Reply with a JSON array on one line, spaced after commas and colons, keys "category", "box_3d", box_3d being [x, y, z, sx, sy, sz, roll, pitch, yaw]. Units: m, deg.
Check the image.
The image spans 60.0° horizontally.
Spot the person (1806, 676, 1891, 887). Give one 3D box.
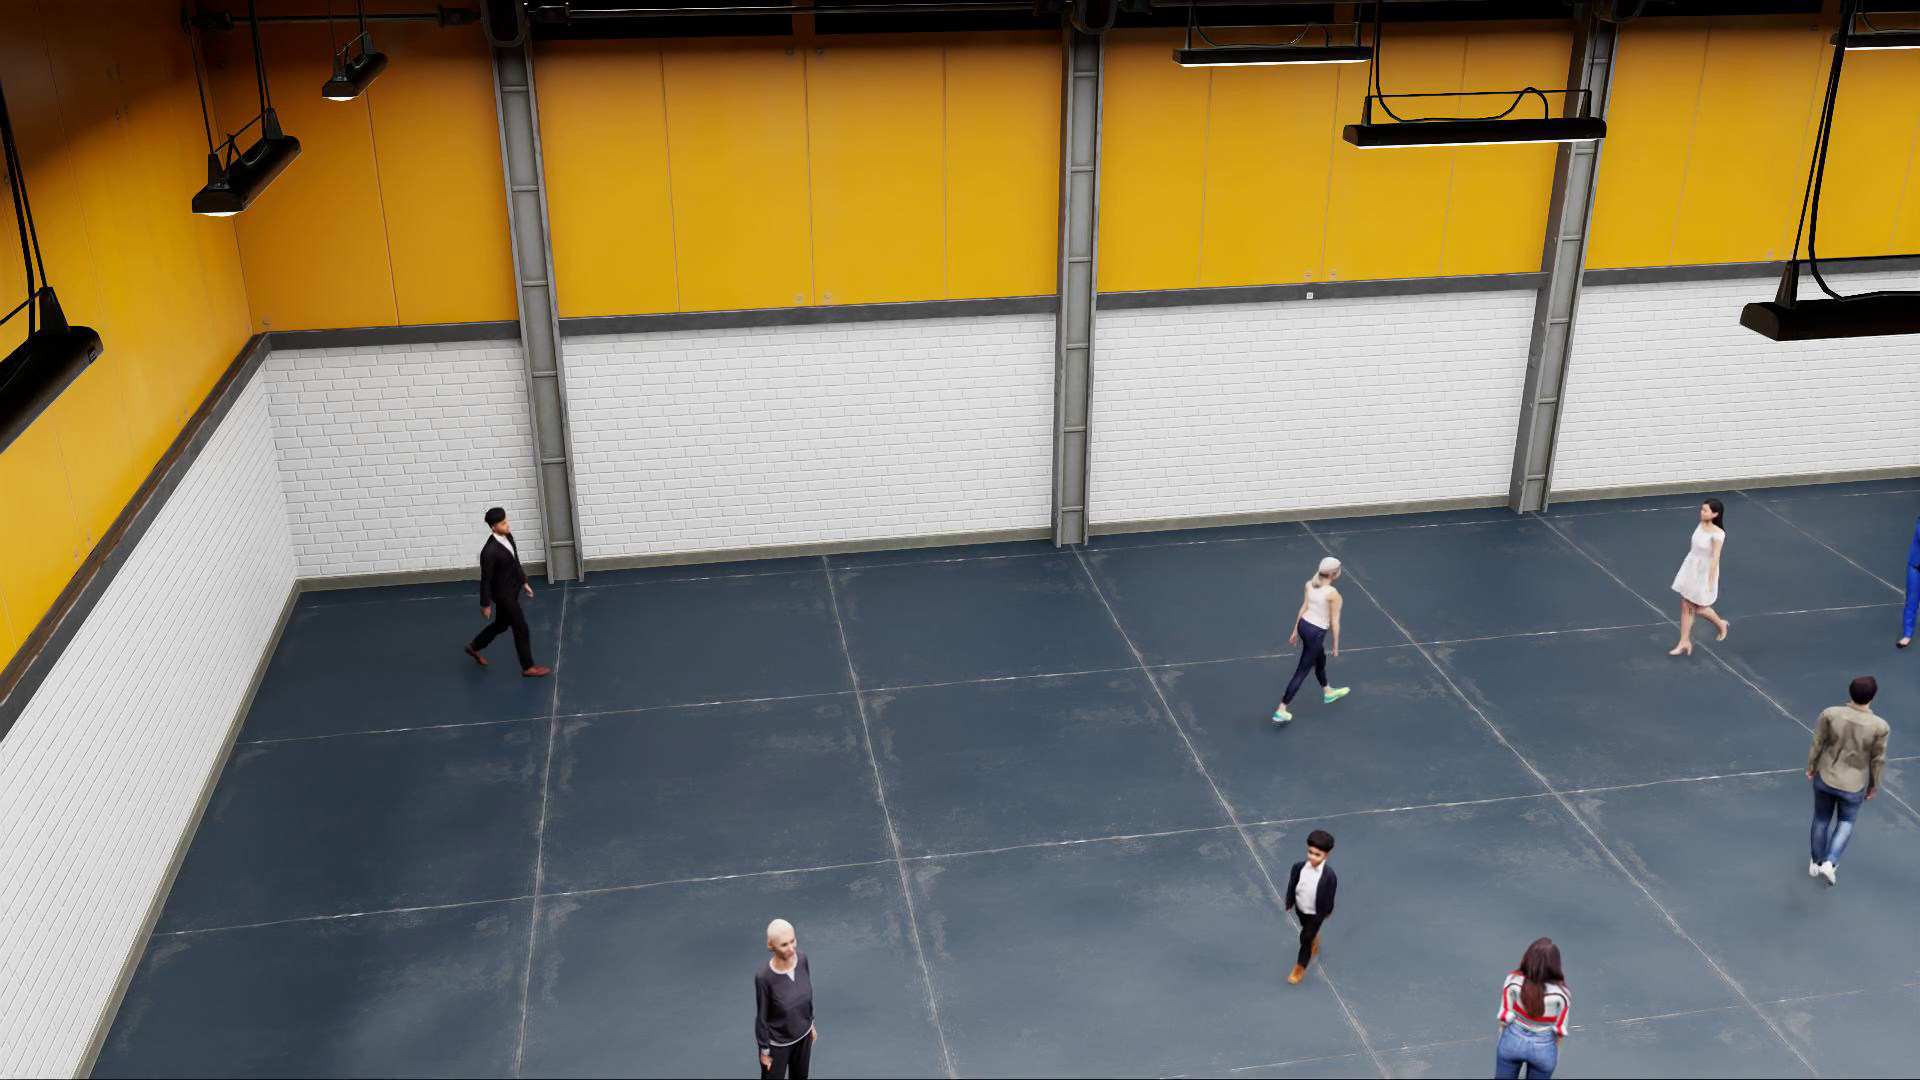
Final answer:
[{"category": "person", "box_3d": [7.104, 1.981, 13.459, 0.953, 1.854, 1.009, 15, 28, 30]}]

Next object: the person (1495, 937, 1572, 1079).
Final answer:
[{"category": "person", "box_3d": [3.687, 3.283, 10.785, 0.644, 1.610, 0.732, 11, 26, 25]}]

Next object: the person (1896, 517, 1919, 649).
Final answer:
[{"category": "person", "box_3d": [10.221, 0.307, 17.500, 1.044, 1.684, 0.889, -17, 29, -34]}]

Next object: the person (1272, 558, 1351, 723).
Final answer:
[{"category": "person", "box_3d": [3.316, 0.990, 15.979, 1.275, 1.651, 0.891, -15, 28, -30]}]

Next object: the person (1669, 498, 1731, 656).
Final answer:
[{"category": "person", "box_3d": [7.735, 0.394, 17.204, 0.901, 1.763, 0.664, -2, 24, -4]}]

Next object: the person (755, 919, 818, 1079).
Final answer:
[{"category": "person", "box_3d": [-1.139, 3.201, 10.829, 0.646, 1.725, 0.745, -22, 32, -40]}]

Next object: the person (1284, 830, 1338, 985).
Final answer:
[{"category": "person", "box_3d": [2.675, 2.711, 12.598, 0.813, 1.205, 0.899, 18, 29, 35]}]

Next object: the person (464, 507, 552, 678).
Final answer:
[{"category": "person", "box_3d": [-4.683, 0.523, 16.793, 1.243, 1.854, 0.895, 2, 24, 5]}]
